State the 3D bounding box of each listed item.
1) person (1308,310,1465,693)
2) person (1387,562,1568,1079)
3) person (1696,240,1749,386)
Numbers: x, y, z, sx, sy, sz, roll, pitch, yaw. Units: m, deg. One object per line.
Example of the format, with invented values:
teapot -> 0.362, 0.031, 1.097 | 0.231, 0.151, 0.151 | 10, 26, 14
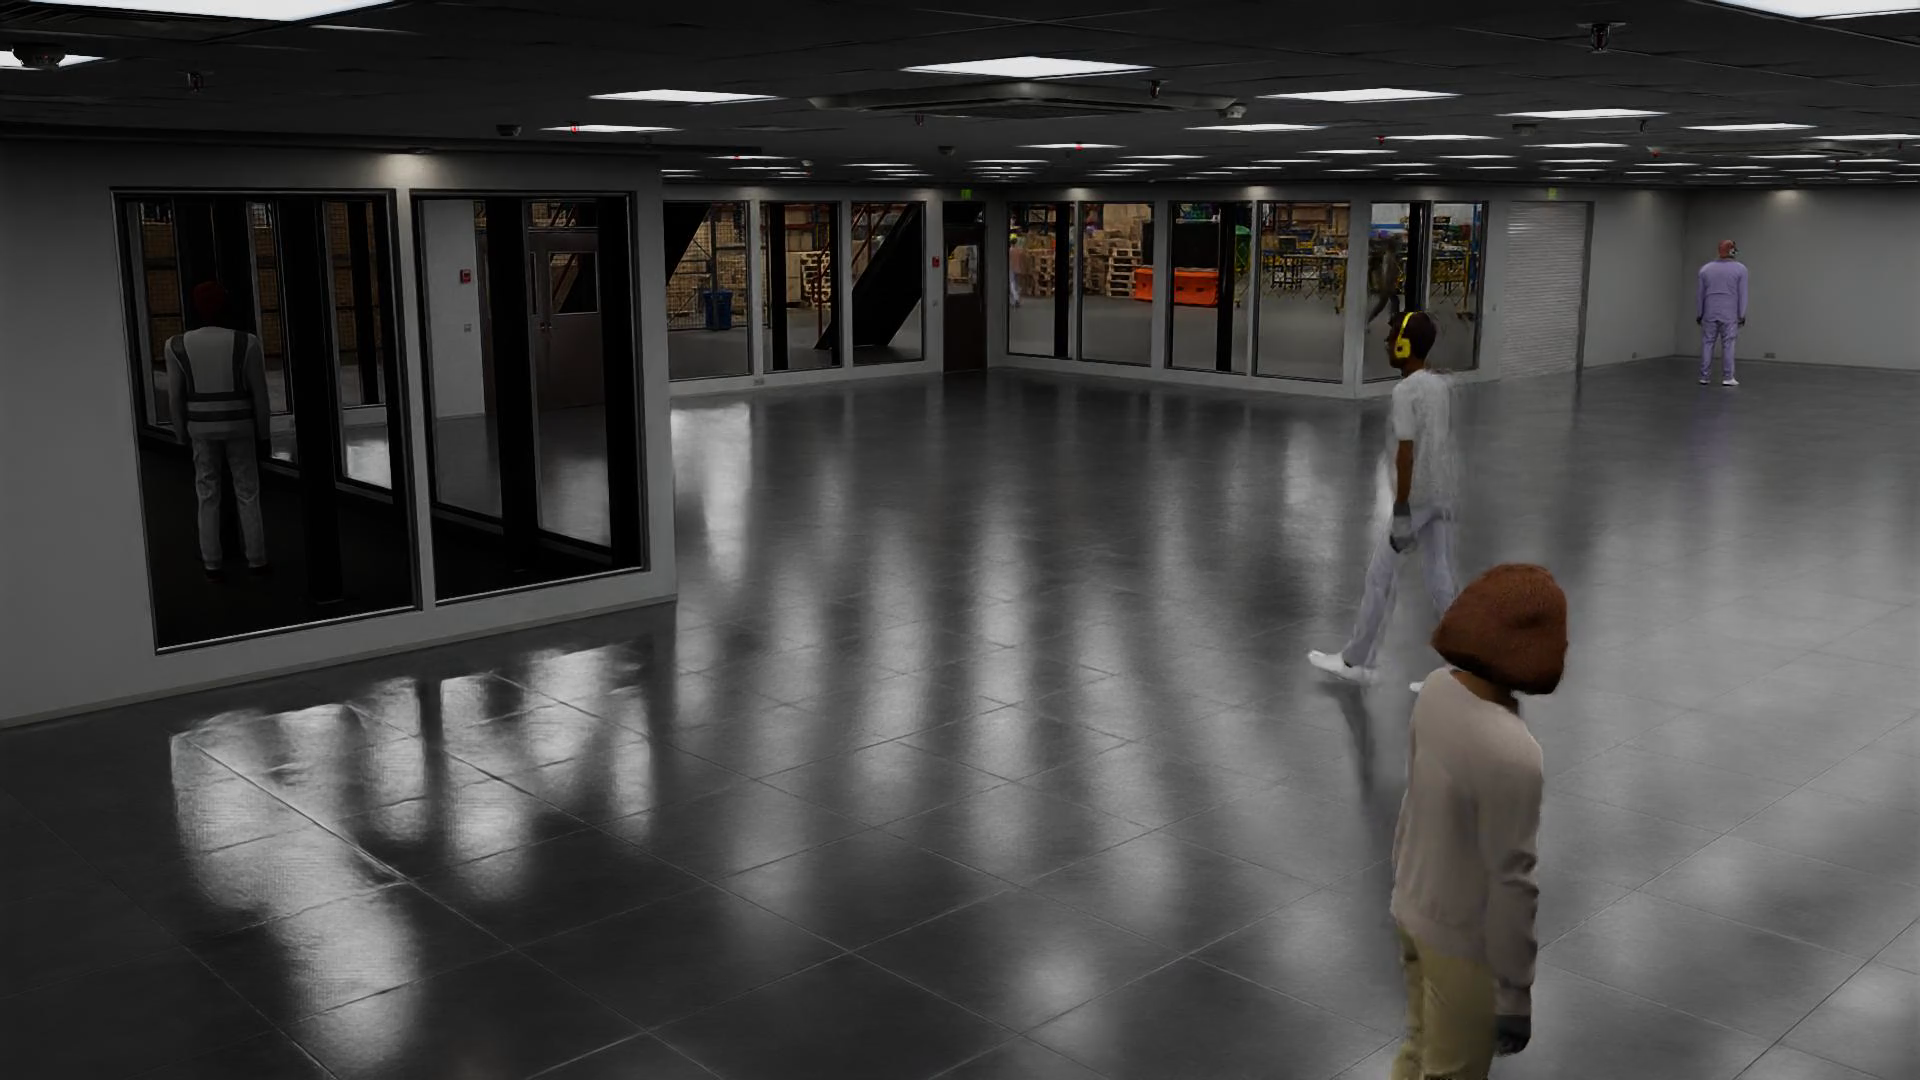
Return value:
person -> 2.106, -0.170, 7.983 | 0.892, 1.838, 0.568 | 10, 15, 42
person -> 1.055, 0.838, 3.492 | 0.303, 1.622, 0.549 | -1, 11, -7
person -> 10.059, -2.991, 21.961 | 0.641, 1.904, 0.401 | 10, 15, 41
